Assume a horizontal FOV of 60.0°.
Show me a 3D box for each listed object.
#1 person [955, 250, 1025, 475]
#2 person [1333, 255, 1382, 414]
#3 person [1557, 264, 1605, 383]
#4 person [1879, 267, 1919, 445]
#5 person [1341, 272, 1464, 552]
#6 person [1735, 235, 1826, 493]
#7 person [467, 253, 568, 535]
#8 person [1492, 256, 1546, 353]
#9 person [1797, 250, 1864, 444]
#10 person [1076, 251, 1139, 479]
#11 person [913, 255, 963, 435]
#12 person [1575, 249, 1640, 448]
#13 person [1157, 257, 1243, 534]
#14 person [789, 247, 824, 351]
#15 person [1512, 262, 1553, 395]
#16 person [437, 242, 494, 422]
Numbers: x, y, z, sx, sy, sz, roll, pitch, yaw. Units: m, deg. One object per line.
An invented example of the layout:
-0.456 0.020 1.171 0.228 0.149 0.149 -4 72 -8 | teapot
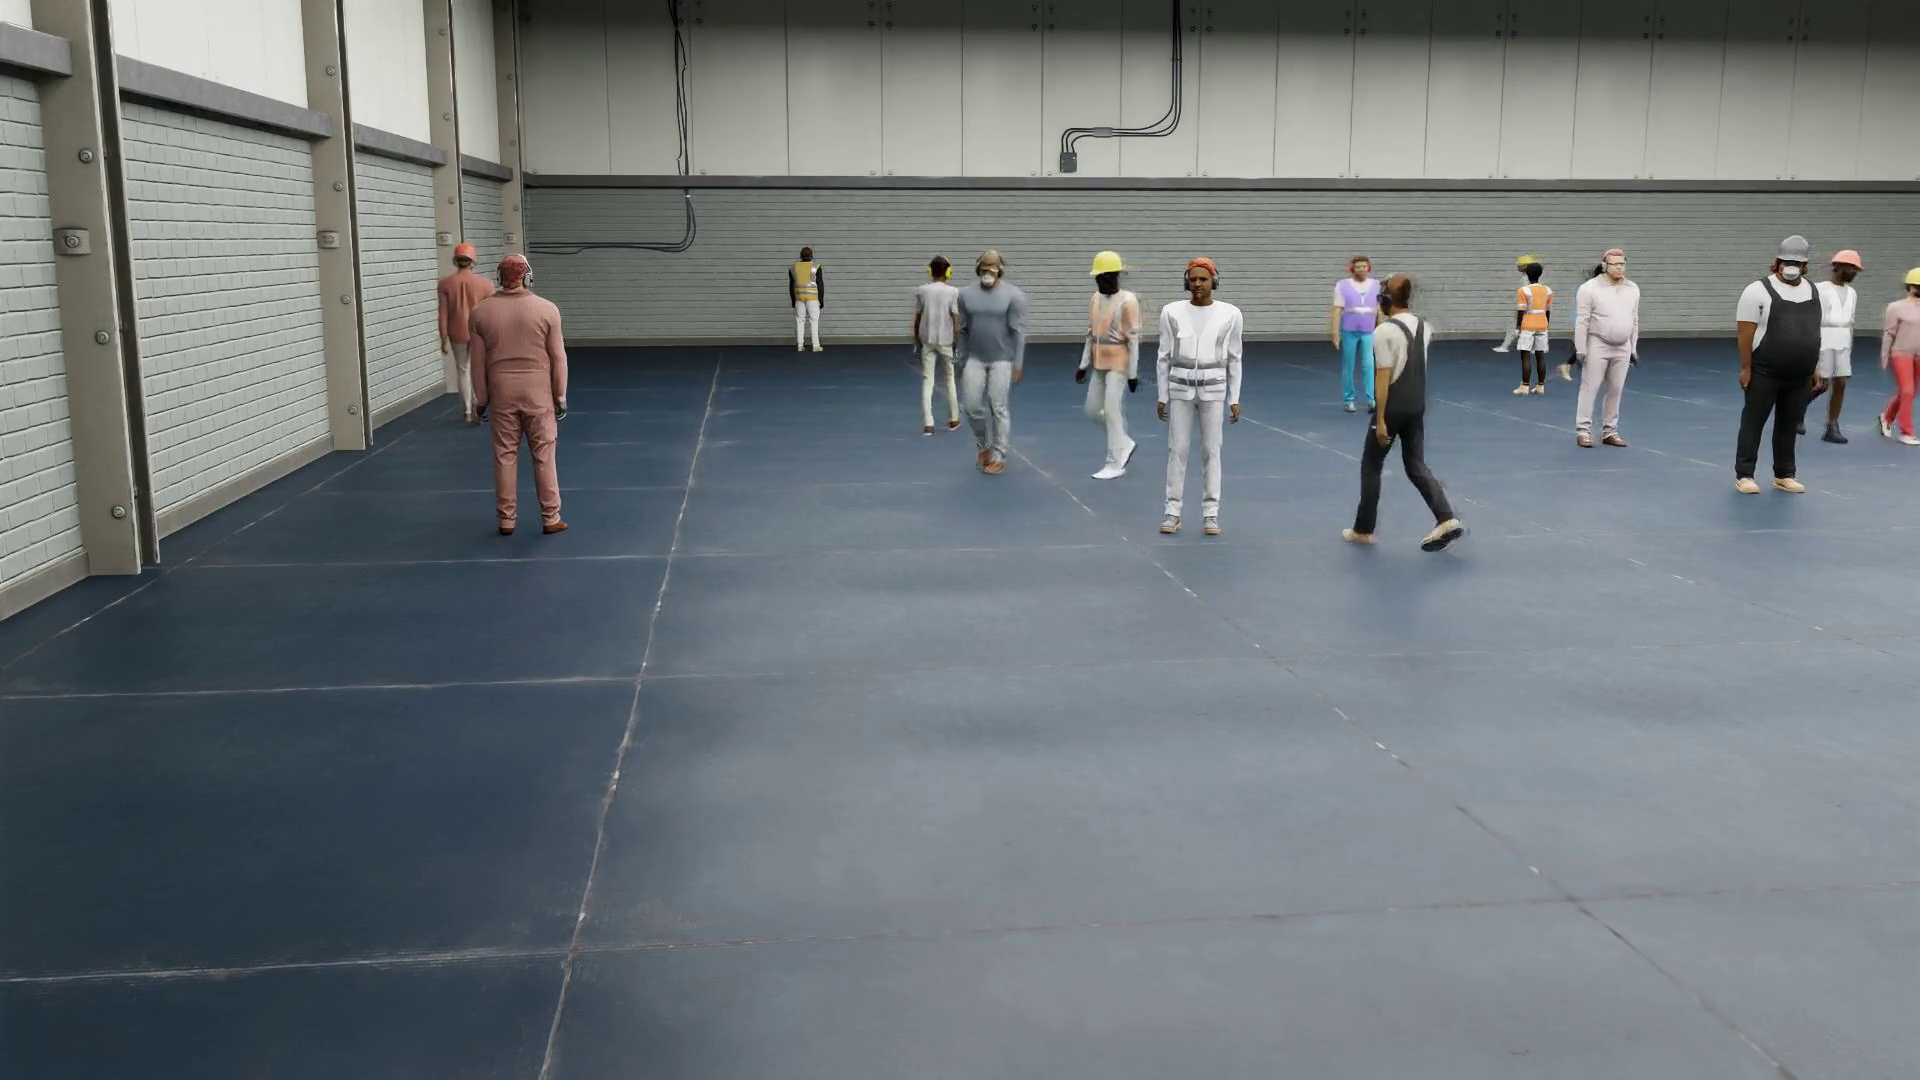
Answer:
0.251 -1.501 14.169 0.661 1.906 0.430 4 11 23 | person
4.572 -2.336 19.004 0.602 1.805 0.893 0 10 -3 | person
8.757 -2.999 23.042 0.785 1.673 0.537 6 12 30 | person
9.374 -1.836 16.478 0.515 1.734 0.809 0 10 -2 | person
2.893 -0.813 10.716 0.520 1.811 0.878 -6 12 -31 | person
6.503 -1.376 13.118 0.684 2.000 0.536 -1 10 -5 | person
-2.980 -0.979 11.307 0.640 1.910 0.407 -1 10 -4 | person
9.866 -4.119 29.096 0.895 1.695 0.502 3 11 17 | person
8.627 -1.913 16.467 0.575 1.891 0.620 -3 11 -15 | person
1.310 -1.475 14.037 0.538 1.906 0.593 -6 12 -29 | person
-0.219 -2.021 17.256 0.557 1.827 0.876 2 11 12 | person
6.248 -1.840 16.029 0.651 1.906 0.403 -2 10 -10 | person
1.624 -0.974 11.347 0.574 1.883 0.360 2 11 13 | person
-2.699 -4.258 29.463 0.634 1.841 0.429 3 11 14 | person
7.332 -2.701 21.318 0.540 1.697 0.317 -4 11 -21 | person
-5.327 -2.232 18.022 0.626 1.972 0.812 -2 11 -10 | person
